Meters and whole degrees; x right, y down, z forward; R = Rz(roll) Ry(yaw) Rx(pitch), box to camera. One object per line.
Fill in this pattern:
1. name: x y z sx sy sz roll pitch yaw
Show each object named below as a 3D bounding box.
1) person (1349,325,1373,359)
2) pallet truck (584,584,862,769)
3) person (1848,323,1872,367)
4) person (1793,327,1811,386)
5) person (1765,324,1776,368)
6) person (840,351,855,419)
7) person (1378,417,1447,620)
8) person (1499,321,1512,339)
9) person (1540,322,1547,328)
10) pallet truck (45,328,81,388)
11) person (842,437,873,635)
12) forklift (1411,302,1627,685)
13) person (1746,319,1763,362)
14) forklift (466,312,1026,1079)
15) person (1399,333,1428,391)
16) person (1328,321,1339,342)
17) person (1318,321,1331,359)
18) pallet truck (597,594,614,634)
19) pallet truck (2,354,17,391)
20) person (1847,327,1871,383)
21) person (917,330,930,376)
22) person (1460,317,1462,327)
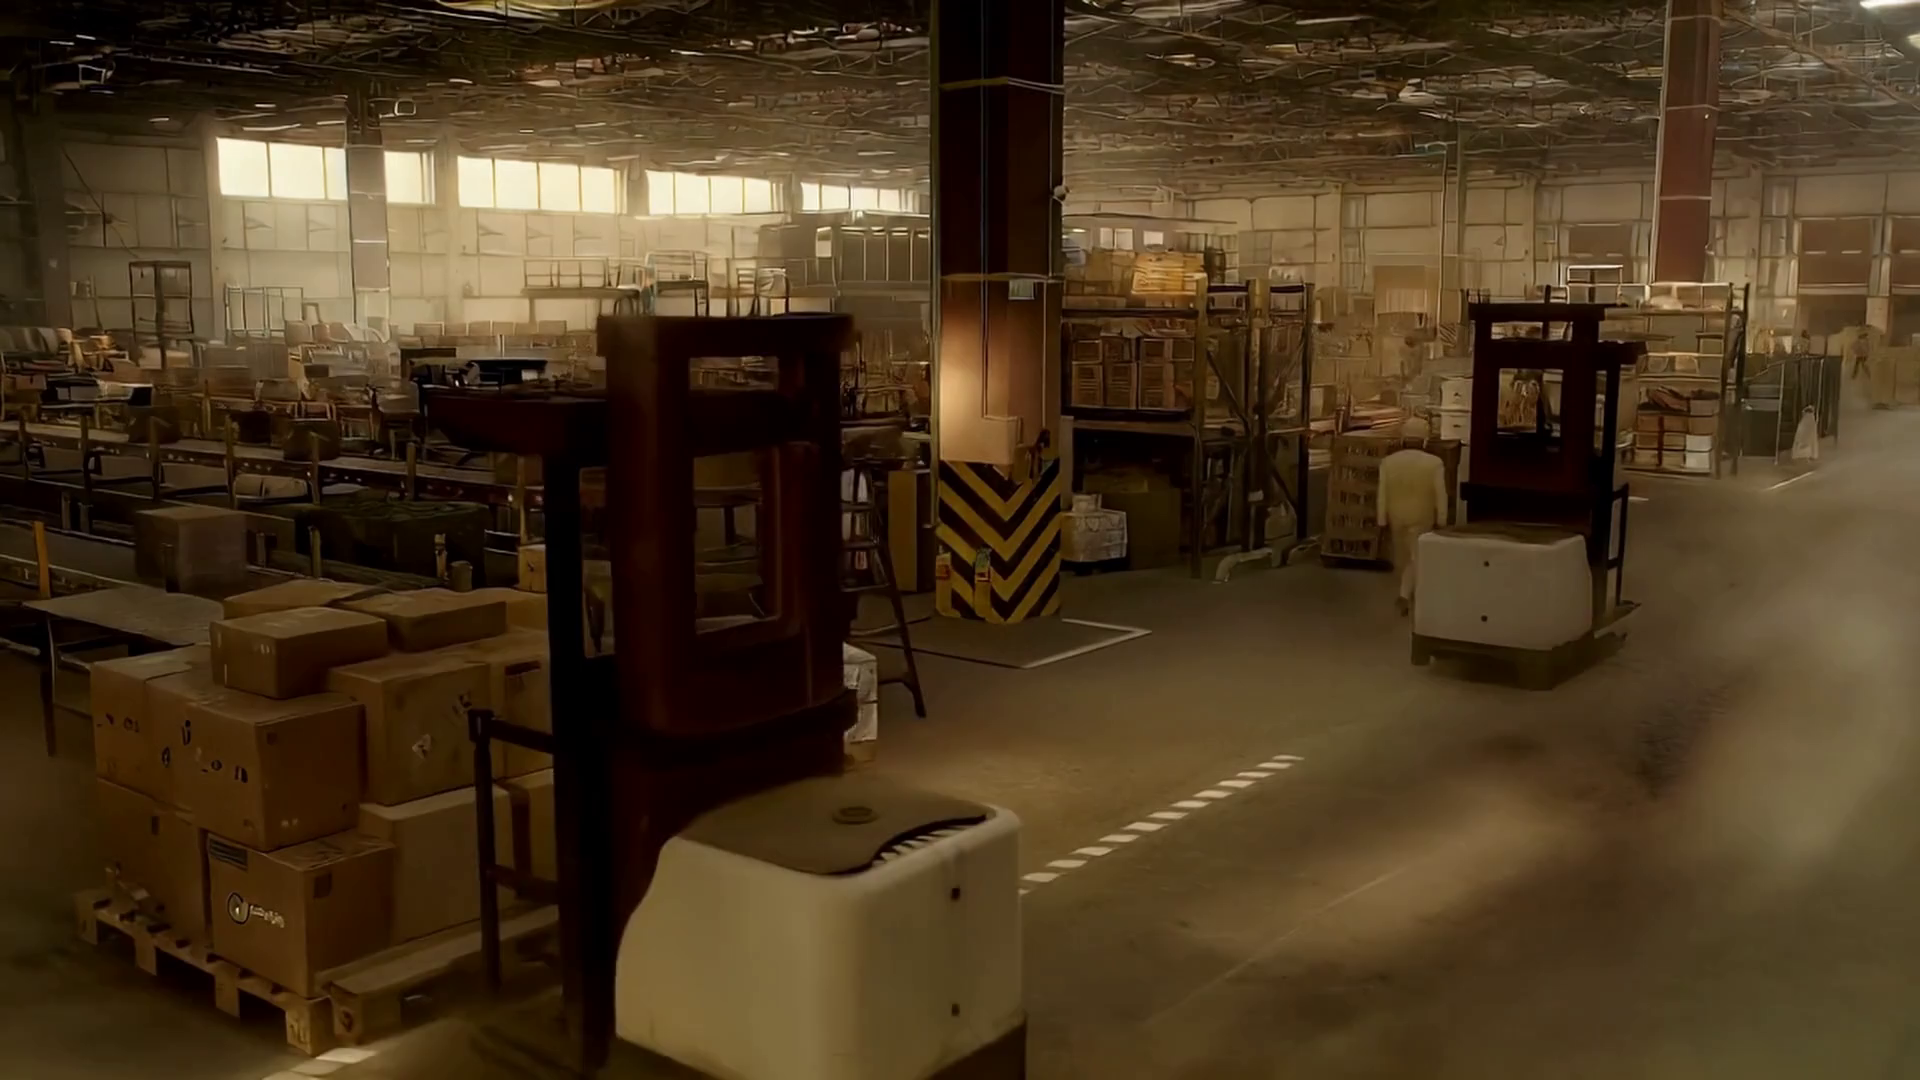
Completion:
1. person: 11.690 -5.312 48.524 0.700 2.000 0.827 1 8 7
2. pallet truck: -1.426 0.805 10.019 1.601 1.201 0.680 -4 9 -26
3. person: 35.615 -7.703 65.658 0.825 1.737 0.520 6 11 36
4. person: 26.113 -5.670 51.533 0.532 1.865 0.306 -1 8 -5
5. person: 31.520 -7.533 64.653 0.321 1.695 0.537 4 9 23
6. person: -2.540 -3.596 37.617 0.729 1.844 0.504 3 9 22
7. person: 4.027 -0.198 14.884 0.604 1.804 0.854 6 10 34
8. person: 24.139 -9.009 73.654 0.394 1.990 0.624 -6 11 -37
9. person: 20.833 -6.881 59.695 1.075 1.883 0.631 1 8 6
10. pallet truck: -23.775 -4.544 43.495 1.885 1.965 0.823 6 10 35
11. person: -0.896 -0.035 14.164 0.326 1.687 0.532 -3 9 -20
12. forklift: 4.379 -0.438 12.852 1.129 2.768 1.873 7 11 37
13. person: 33.614 -8.452 70.396 0.595 1.842 1.066 2 9 10
14. forklift: -0.781 0.587 5.941 1.873 2.768 1.129 7 11 37
15. person: 11.479 -4.281 42.037 0.646 1.891 0.877 -3 9 -19
16. person: 13.764 -7.085 60.985 0.906 1.890 0.598 -1 8 -4
17. person: 11.563 -6.005 53.262 0.767 2.027 0.616 6 10 36
18. pallet truck: -3.115 0.344 12.883 0.653 1.274 1.630 7 11 37
19. pallet truck: -24.881 -4.417 42.634 1.885 1.965 0.823 8 11 41
20. person: 29.022 -5.957 53.585 0.608 1.830 0.640 3 9 21
21. person: -1.098 -5.724 52.242 0.551 1.752 0.376 -2 9 -14
22. person: 23.868 -9.855 79.556 0.808 1.913 0.640 -4 9 -25
